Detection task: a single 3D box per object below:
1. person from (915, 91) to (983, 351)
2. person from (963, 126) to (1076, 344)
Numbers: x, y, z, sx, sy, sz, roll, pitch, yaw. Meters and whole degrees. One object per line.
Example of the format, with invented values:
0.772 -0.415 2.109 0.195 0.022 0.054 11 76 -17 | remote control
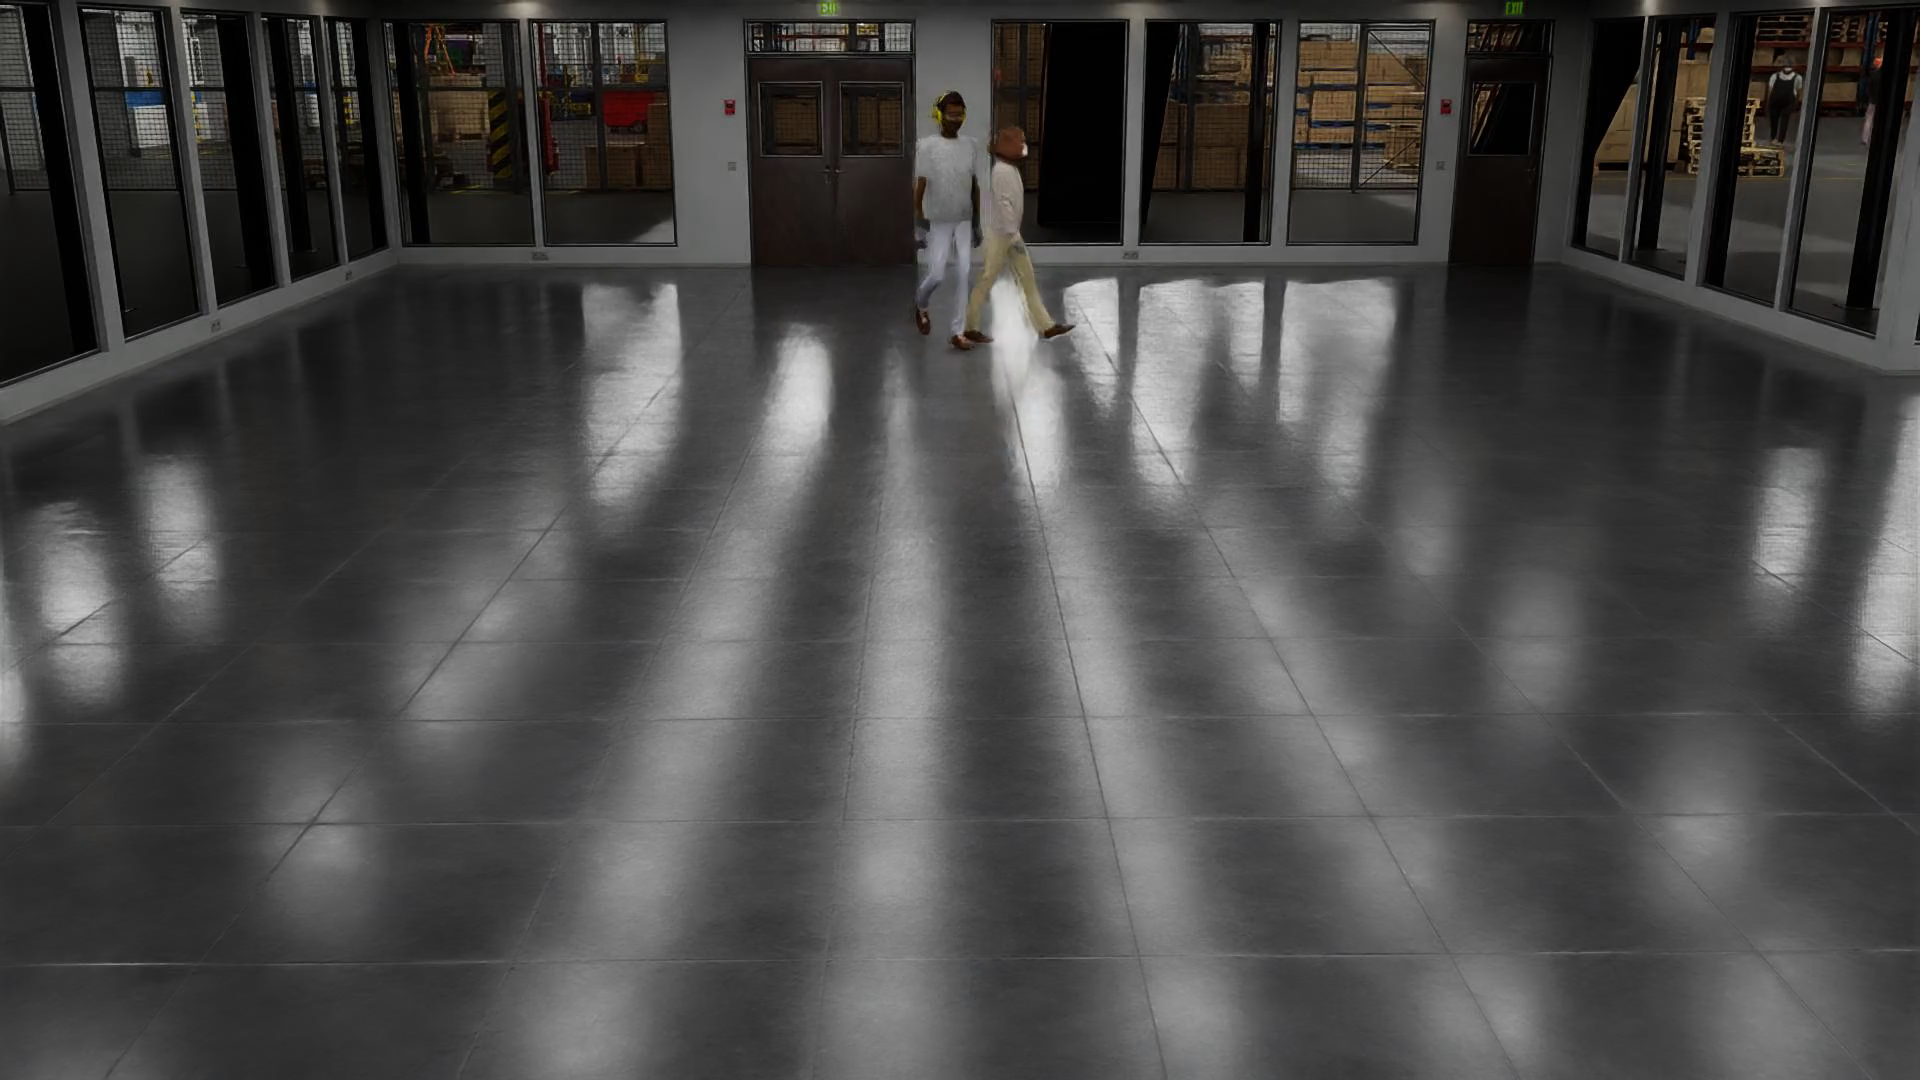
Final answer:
-0.093 -2.334 12.176 0.526 1.844 0.666 -7 18 -24 | person
0.402 -2.215 12.198 0.858 1.590 0.506 6 17 18 | person
